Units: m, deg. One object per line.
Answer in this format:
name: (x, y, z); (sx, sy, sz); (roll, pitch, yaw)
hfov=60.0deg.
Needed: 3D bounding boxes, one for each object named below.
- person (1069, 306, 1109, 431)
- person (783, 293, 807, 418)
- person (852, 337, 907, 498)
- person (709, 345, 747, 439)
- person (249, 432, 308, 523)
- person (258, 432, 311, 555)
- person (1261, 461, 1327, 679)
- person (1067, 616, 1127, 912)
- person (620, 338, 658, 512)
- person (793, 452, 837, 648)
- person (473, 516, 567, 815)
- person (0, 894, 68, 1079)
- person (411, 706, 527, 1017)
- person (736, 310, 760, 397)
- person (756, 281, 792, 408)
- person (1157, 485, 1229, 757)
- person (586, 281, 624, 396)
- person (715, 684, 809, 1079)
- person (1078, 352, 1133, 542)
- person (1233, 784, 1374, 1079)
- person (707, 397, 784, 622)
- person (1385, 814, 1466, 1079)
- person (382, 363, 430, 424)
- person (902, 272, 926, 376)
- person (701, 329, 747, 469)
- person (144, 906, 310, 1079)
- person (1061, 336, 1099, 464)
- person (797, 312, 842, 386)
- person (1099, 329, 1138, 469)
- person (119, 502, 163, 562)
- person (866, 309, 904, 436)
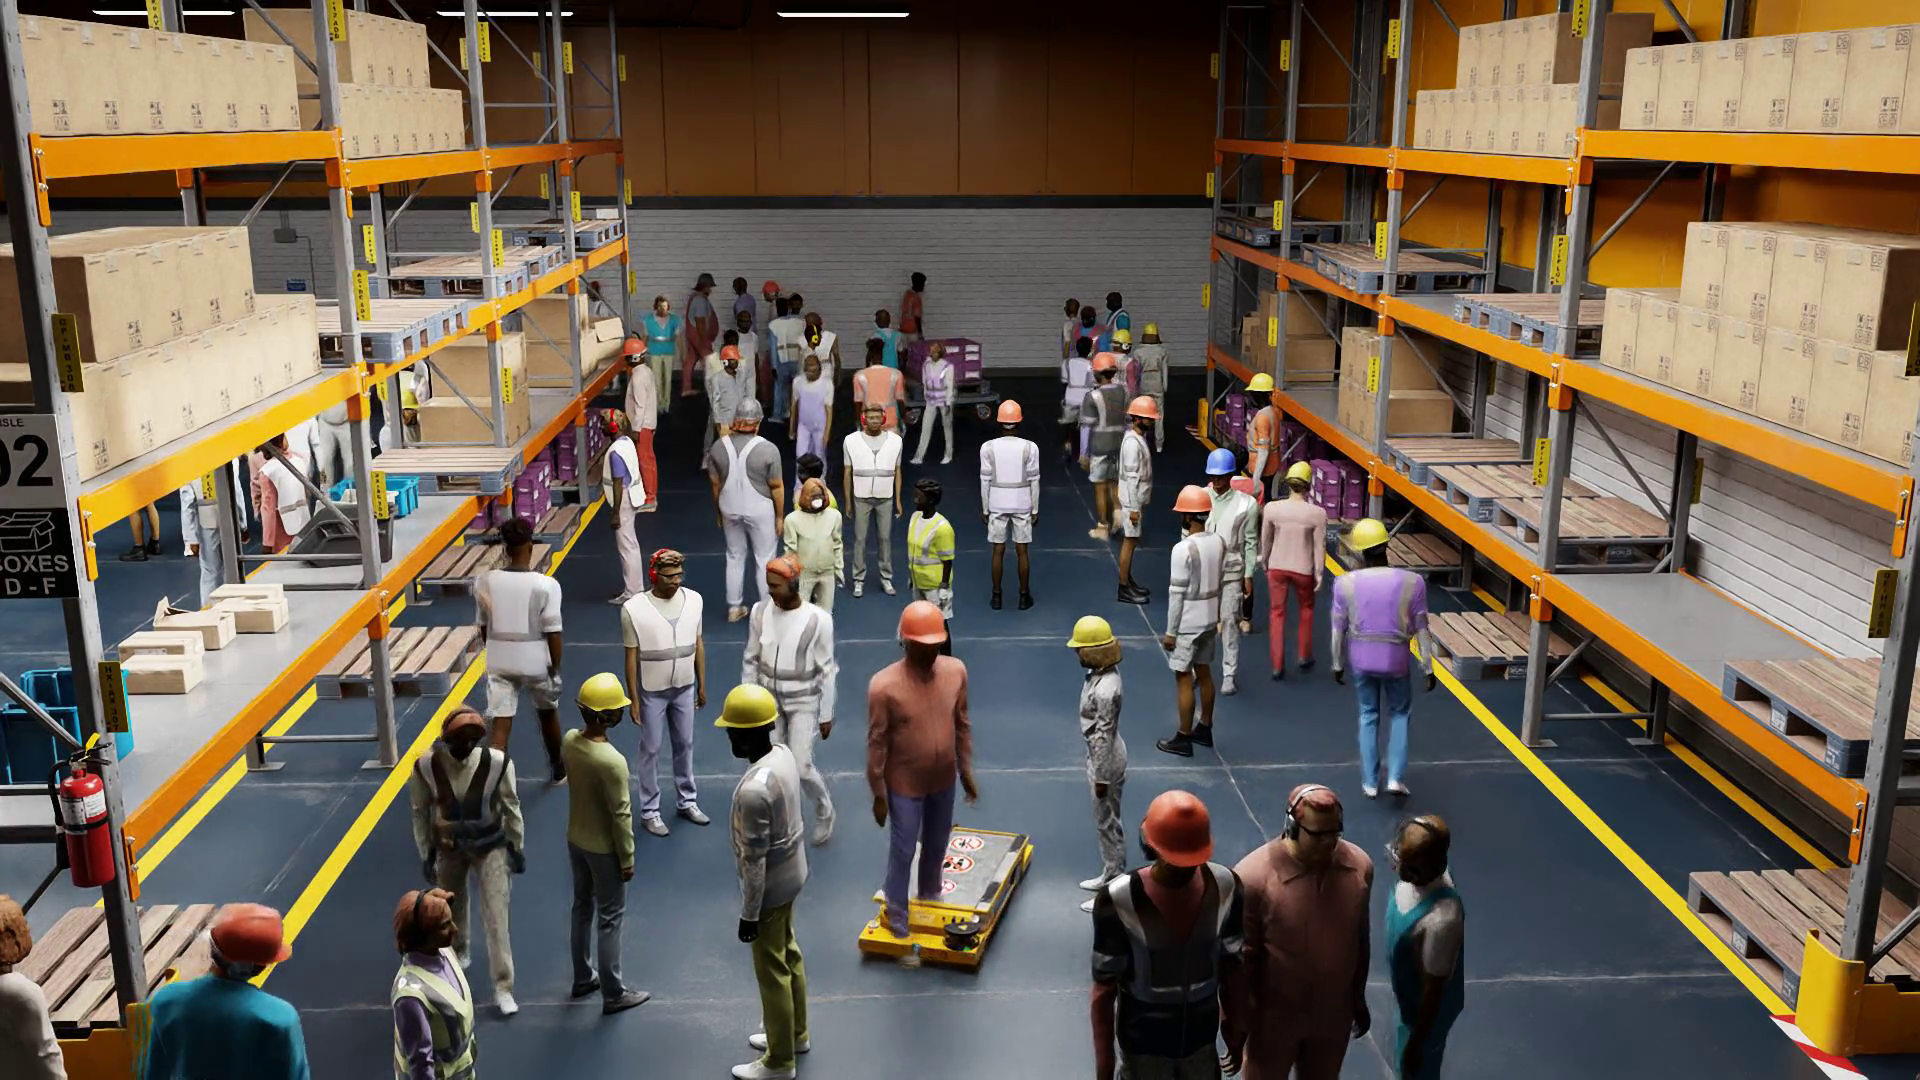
person: (1.795, -2.406, 23.585); (0.646, 1.826, 0.449); (10, 17, 34)
person: (-2.450, -2.766, 24.931); (0.521, 1.865, 0.328); (-6, 15, -22)
person: (-0.932, -1.378, 19.323); (0.633, 1.943, 0.656); (-1, 14, -5)
person: (-2.760, -1.483, 20.106); (0.326, 1.754, 0.568); (11, 18, 37)
person: (-6.399, -0.290, 15.675); (0.511, 1.630, 0.267); (-5, 15, -18)
person: (-5.769, -0.065, 14.252); (0.413, 1.907, 0.595); (2, 14, 7)
person: (2.693, 0.223, 13.432); (0.543, 1.739, 0.722); (5, 15, 19)
person: (0.783, 1.258, 9.416); (0.374, 1.729, 0.482); (1, 14, 3)
person: (-3.645, -1.312, 18.968); (0.386, 1.992, 0.609); (0, 14, -2)
person: (-1.227, 0.090, 14.055); (0.336, 1.692, 0.568); (-12, 18, -39)
person: (-2.868, 0.812, 10.827); (0.606, 1.914, 1.011); (1, 14, 4)
person: (-3.547, 2.104, 6.271); (0.498, 1.633, 0.285); (6, 15, 21)
person: (-2.471, 1.585, 8.392); (0.535, 1.591, 0.721); (-2, 14, -7)
person: (-2.983, -2.250, 22.964); (0.503, 1.839, 0.349); (-10, 17, -34)
person: (-2.960, -3.006, 25.665); (0.849, 1.960, 0.658); (1, 14, 6)
person: (1.629, 0.565, 11.734); (0.380, 1.929, 0.538); (14, 20, 43)
person: (-5.752, -3.249, 26.841); (0.533, 1.859, 0.588); (-12, 19, -40)
person: (-0.917, 1.588, 7.742); (0.402, 1.919, 0.582); (1, 14, 5)
person: (1.523, -0.970, 17.545); (0.634, 2.029, 0.437); (-9, 17, -33)
person: (1.367, 1.869, 6.654); (0.652, 1.904, 0.403); (-5, 15, -17)
person: (-1.848, -0.272, 14.786); (0.688, 2.000, 0.536); (5, 15, 17)
person: (1.848, 1.904, 6.729); (0.348, 1.810, 0.663); (1, 14, 4)
person: (-6.330, -1.273, 19.144); (0.625, 1.833, 0.431); (3, 15, 13)
person: (-0.820, -3.533, 27.840); (0.375, 1.921, 0.820); (-6, 15, -22)
person: (-3.002, -1.769, 21.075); (0.619, 1.856, 0.930); (-8, 16, -29)
person: (-2.640, 2.141, 5.997); (0.619, 1.707, 0.453); (1, 14, 5)
person: (1.554, -1.793, 21.472); (0.549, 1.681, 0.442); (6, 16, 23)
person: (-1.961, -2.260, 23.089); (0.587, 1.800, 0.936); (1, 14, 3)
person: (2.021, -1.749, 21.019); (0.403, 1.823, 0.587); (-13, 19, -42)
person: (-8.414, -0.738, 16.841); (0.373, 1.928, 0.543); (3, 15, 13)
person: (-1.033, -2.312, 23.235); (0.514, 1.819, 0.578); (-8, 16, -27)
